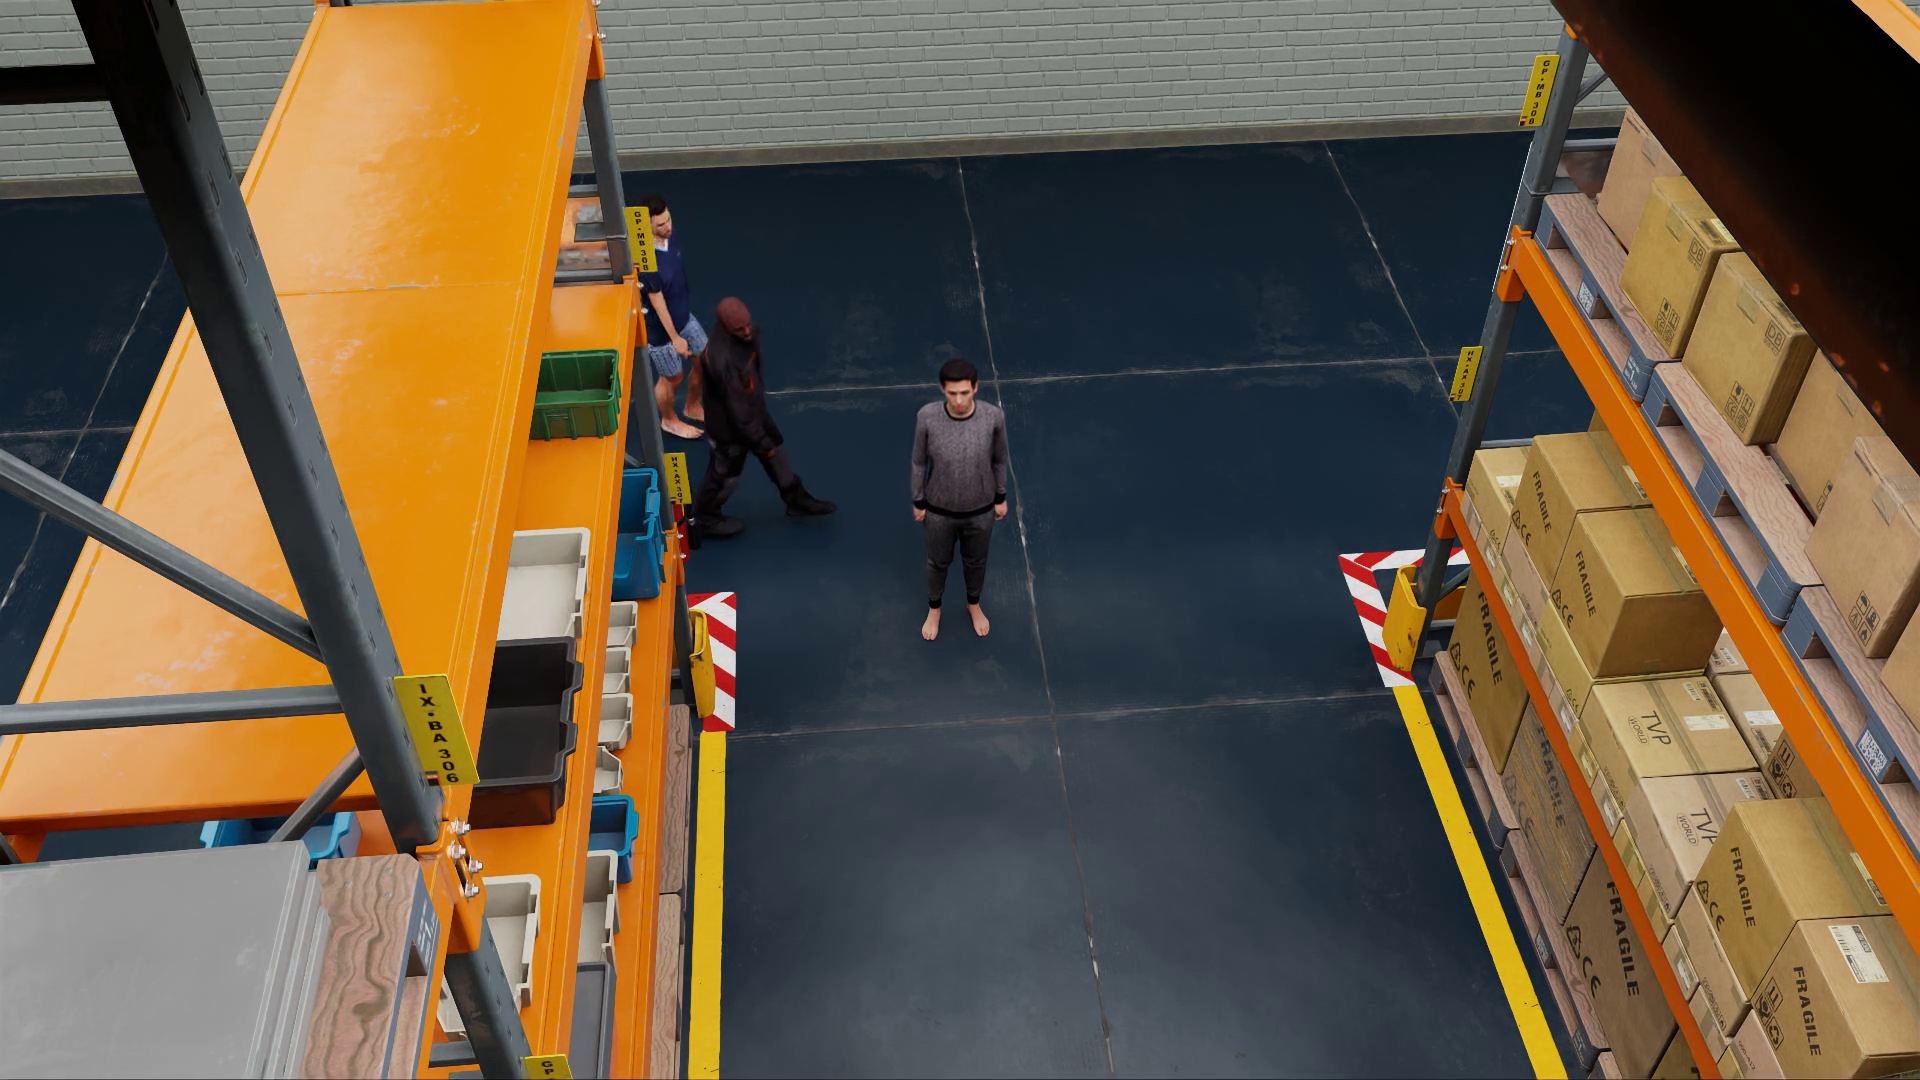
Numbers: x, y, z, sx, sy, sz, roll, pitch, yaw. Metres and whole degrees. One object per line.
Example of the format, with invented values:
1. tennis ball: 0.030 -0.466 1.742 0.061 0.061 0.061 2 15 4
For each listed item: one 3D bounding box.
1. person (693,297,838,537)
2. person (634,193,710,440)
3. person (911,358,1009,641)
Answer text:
1. person: -1.369 -0.669 9.521 0.915 1.772 1.108 0 43 0
2. person: -1.874 -1.351 10.213 0.804 1.825 0.725 14 45 14
3. person: -0.006 -0.225 8.994 0.671 1.842 0.538 -2 43 -2
